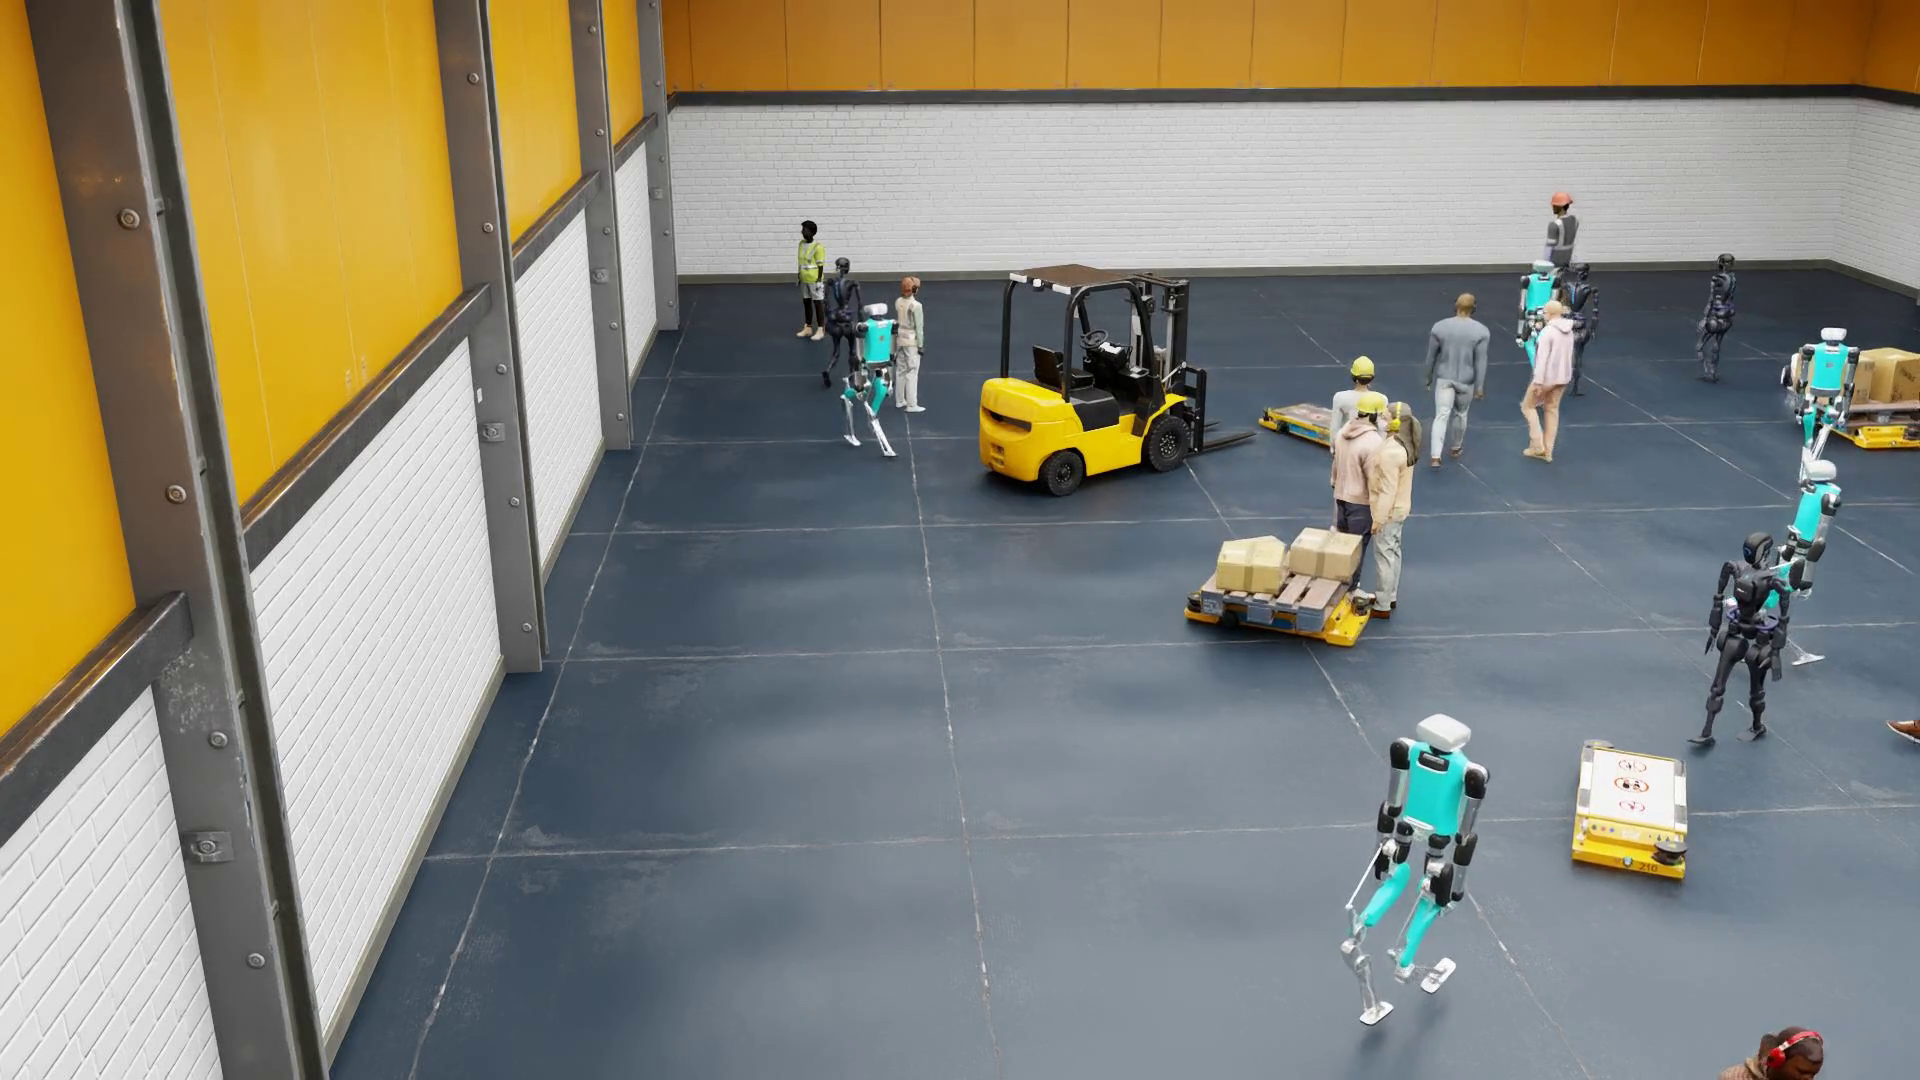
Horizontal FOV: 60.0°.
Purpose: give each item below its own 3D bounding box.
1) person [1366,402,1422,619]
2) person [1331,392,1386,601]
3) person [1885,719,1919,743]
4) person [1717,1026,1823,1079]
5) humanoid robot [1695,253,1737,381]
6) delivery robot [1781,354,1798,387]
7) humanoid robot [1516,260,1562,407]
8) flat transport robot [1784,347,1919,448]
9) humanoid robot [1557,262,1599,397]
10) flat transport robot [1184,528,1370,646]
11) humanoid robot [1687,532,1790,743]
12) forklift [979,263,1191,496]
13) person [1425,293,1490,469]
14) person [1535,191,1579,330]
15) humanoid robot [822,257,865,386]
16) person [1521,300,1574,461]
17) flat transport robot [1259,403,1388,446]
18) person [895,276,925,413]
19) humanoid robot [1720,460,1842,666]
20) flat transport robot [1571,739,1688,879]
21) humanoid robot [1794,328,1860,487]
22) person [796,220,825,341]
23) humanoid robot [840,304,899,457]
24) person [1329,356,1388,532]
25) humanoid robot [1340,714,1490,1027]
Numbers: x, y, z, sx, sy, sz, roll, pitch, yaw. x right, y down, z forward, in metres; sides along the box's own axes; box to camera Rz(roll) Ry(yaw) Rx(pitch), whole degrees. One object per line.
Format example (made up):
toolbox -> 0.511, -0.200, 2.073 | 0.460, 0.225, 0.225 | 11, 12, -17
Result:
person -> 3.623, -0.251, 13.982 | 0.406, 1.877, 0.565 | 10, 23, 26
person -> 3.419, -0.371, 14.339 | 0.436, 1.857, 0.802 | -7, 21, -17
person -> 7.141, 0.663, 11.590 | 0.955, 1.796, 0.531 | 1, 20, 2
person -> 3.109, 2.587, 6.610 | 0.540, 1.628, 0.363 | 9, 22, 23
humanoid robot -> 9.752, -2.869, 21.396 | 0.613, 1.649, 0.313 | -14, 24, -33
delivery robot -> 10.687, -2.125, 20.975 | 0.499, 0.575, 0.757 | 8, 21, 20
humanoid robot -> 7.097, -2.454, 20.226 | 0.530, 1.809, 0.712 | -4, 21, -11
flat transport robot -> 10.410, -1.356, 19.323 | 0.659, 0.231, 1.431 | -2, 20, -5
humanoid robot -> 7.655, -2.640, 20.764 | 0.599, 1.653, 0.315 | 18, 26, 39
flat transport robot -> 2.675, 0.587, 14.029 | 1.431, 0.231, 0.659 | 9, 22, 24
humanoid robot -> 5.545, 0.703, 11.704 | 0.705, 1.638, 0.590 | -13, 24, -32
forklift -> 1.315, -1.764, 17.646 | 2.313, 2.155, 1.214 | -14, 24, -33
person -> 5.352, -1.725, 18.010 | 0.651, 1.883, 1.033 | 9, 22, 23
person -> 8.612, -4.011, 24.004 | 0.638, 2.032, 0.469 | -15, 25, -35
humanoid robot -> -1.509, -2.768, 21.150 | 0.610, 1.629, 0.619 | 10, 22, 25
person -> 6.441, -1.727, 18.168 | 0.547, 1.761, 0.470 | -11, 23, -28
flat transport robot -> 4.182, -1.298, 19.163 | 0.659, 0.231, 1.431 | -13, 24, -31
person -> -0.609, -2.359, 20.078 | 0.315, 1.633, 0.515 | -14, 24, -33
humanoid robot -> 6.311, 0.231, 12.909 | 1.020, 1.751, 0.543 | 3, 20, 7
flat transport robot -> 4.392, 1.738, 10.893 | 0.659, 0.231, 1.431 | 8, 22, 20
humanoid robot -> 8.965, -1.395, 17.322 | 0.542, 1.742, 1.028 | 9, 22, 23
person -> -2.124, -3.689, 23.604 | 0.534, 1.696, 0.318 | 19, 27, 42
humanoid robot -> -1.039, -1.772, 18.422 | 0.552, 1.773, 1.083 | -14, 24, -33
person -> 3.781, -0.877, 15.839 | 0.532, 1.772, 0.294 | 5, 21, 12
humanoid robot -> 2.325, 1.777, 8.634 | 0.547, 1.732, 0.969 | 18, 26, 39
